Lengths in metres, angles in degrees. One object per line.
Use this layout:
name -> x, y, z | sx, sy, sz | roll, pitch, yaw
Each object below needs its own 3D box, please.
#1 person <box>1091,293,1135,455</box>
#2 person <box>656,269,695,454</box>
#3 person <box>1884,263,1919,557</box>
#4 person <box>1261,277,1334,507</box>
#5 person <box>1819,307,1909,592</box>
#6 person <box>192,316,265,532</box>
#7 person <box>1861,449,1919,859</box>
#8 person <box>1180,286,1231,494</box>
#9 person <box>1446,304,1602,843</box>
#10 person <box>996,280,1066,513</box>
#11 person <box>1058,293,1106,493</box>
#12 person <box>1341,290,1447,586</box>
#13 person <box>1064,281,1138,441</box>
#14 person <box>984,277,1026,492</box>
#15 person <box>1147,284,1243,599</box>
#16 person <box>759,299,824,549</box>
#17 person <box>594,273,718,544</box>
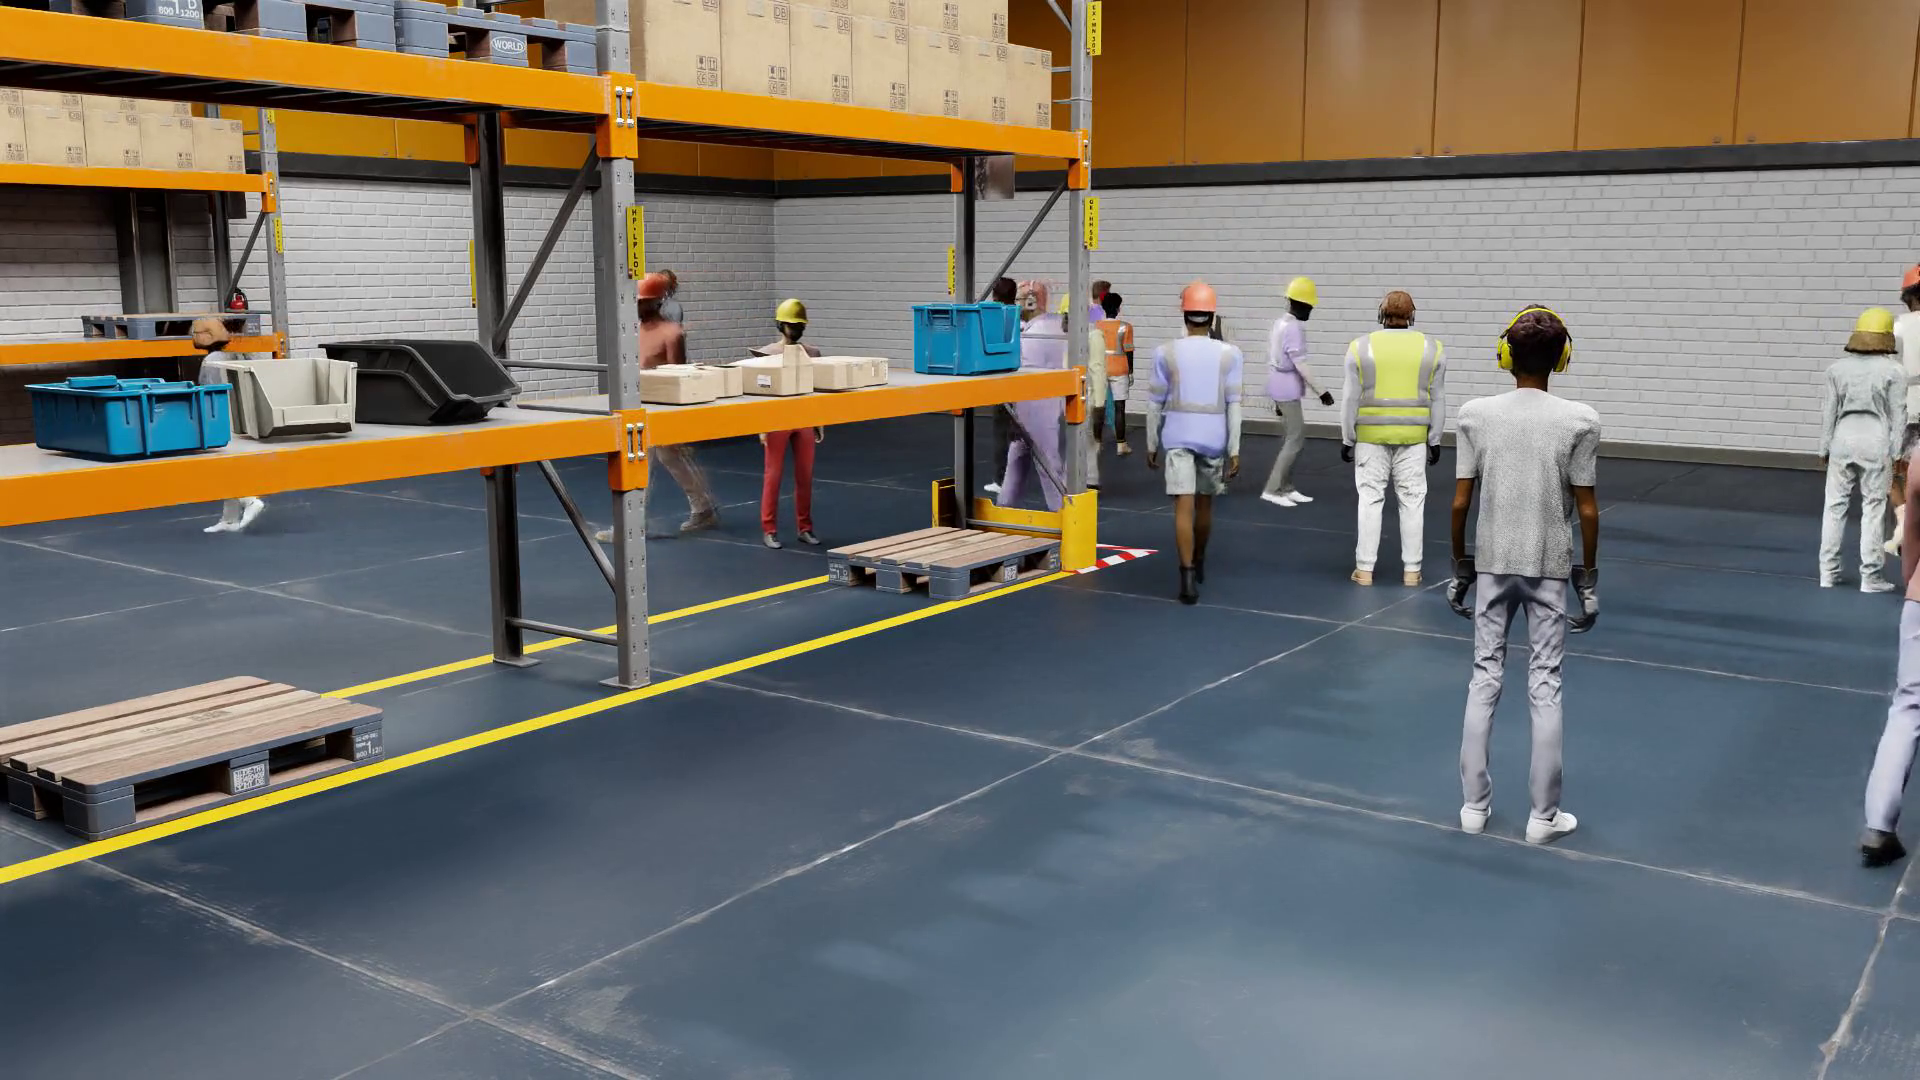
person -> 1.580, -1.735, 17.403 | 0.532, 1.694, 0.319 | 4, 10, 24
person -> -3.066, -1.855, 17.401 | 0.630, 1.938, 0.373 | 9, 13, 42
person -> 6.412, -0.853, 11.187 | 0.616, 2.019, 0.684 | 1, 10, 9
person -> 2.768, -1.205, 13.667 | 0.576, 1.888, 0.597 | 2, 10, 9
person -> 5.551, -0.553, 10.219 | 0.314, 1.743, 0.491 | -8, 12, -40
person -> -5.447, -0.843, 12.305 | 0.410, 1.625, 0.503 | -1, 10, -8
person -> 3.401, 0.231, 5.614 | 0.900, 1.722, 0.534 | -6, 11, -34
person -> 2.133, -1.315, 14.562 | 0.596, 1.805, 0.617 | -7, 12, -35
person -> 1.969, 0.121, 5.812 | 0.530, 1.875, 0.323 | 6, 11, 31
person -> 0.404, -0.900, 11.875 | 0.878, 1.872, 0.673 | 1, 10, 8
person -> 0.978, -1.216, 14.111 | 0.790, 1.770, 0.614 | -6, 11, -31
person -> 2.690, -0.629, 10.377 | 0.637, 1.842, 0.429 | 1, 10, 7
person -> 1.557, -2.001, 18.667 | 0.972, 1.790, 0.596 | -7, 12, -35
person -> 0.498, -1.311, 14.298 | 0.610, 1.888, 0.774 | -8, 12, -39
person -> 1.422, -0.606, 10.117 | 0.560, 1.892, 0.983 | 1, 10, 4
person -> -1.186, -0.815, 11.744 | 0.533, 1.760, 0.342 | -6, 11, -32
person -> -2.199, -0.969, 12.142 | 1.060, 1.946, 0.622 | -8, 12, -38
